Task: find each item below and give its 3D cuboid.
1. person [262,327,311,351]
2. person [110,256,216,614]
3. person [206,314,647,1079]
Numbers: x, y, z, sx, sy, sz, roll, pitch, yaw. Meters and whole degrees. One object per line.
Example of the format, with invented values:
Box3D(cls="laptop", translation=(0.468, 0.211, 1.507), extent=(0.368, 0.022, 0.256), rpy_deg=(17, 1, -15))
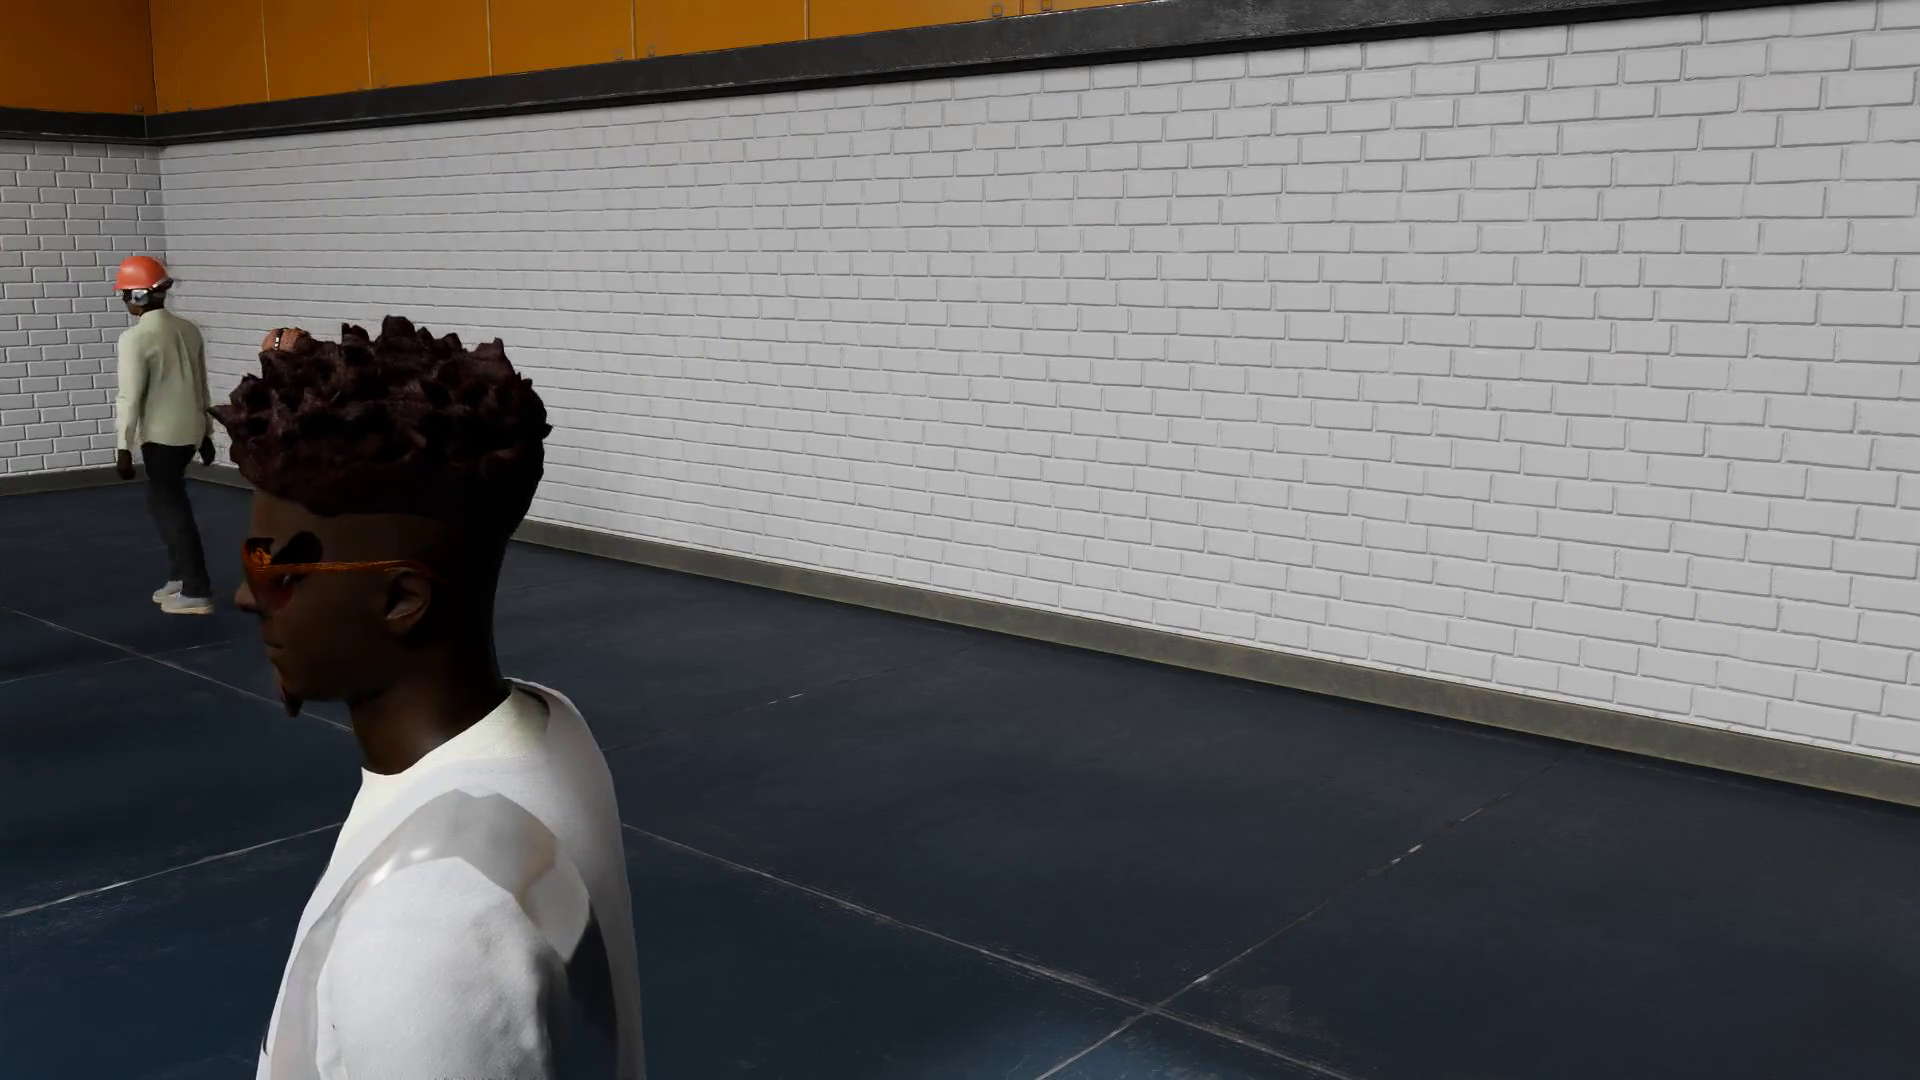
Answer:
Box3D(cls="person", translation=(-3.281, -0.224, 8.201), extent=(0.308, 1.640, 0.510), rpy_deg=(0, 10, -1))
Box3D(cls="person", translation=(-4.421, -0.563, 9.162), extent=(0.615, 1.972, 0.642), rpy_deg=(2, 10, 9))
Box3D(cls="person", translation=(-0.458, 0.784, 1.527), extent=(0.367, 1.967, 0.606), rpy_deg=(-2, 10, -12))
